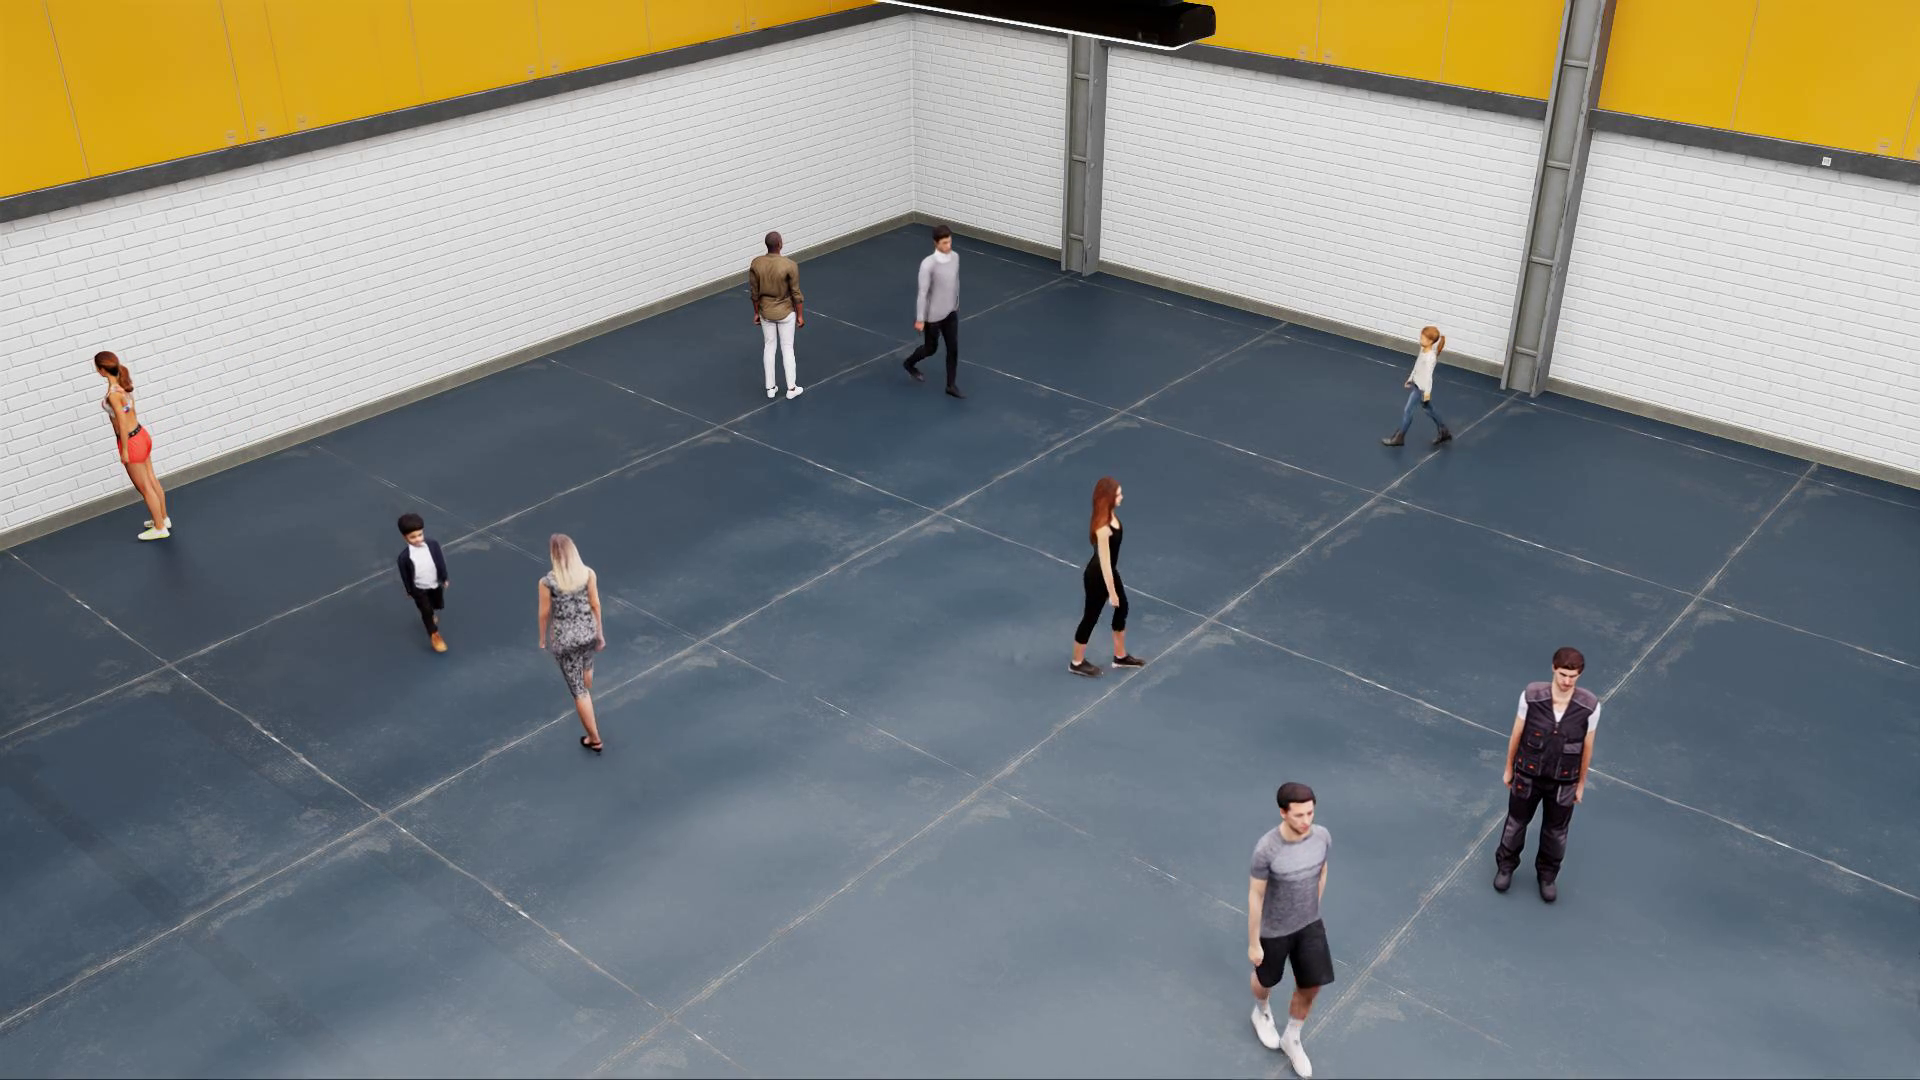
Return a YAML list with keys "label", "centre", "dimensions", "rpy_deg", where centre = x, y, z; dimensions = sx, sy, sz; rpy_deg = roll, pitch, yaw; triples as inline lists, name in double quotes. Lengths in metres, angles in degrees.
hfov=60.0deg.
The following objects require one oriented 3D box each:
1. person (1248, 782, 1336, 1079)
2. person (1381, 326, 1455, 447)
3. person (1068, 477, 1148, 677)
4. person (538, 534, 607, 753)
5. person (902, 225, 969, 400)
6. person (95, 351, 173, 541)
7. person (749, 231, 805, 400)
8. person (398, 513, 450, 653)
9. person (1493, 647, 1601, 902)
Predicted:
- label: "person"
  centre: [1.788, 2.089, 9.371]
  dimensions: [0.880, 1.851, 0.953]
  rpy_deg: [-7, 29, -13]
- label: "person"
  centre: [4.676, -1.504, 16.549]
  dimensions: [0.979, 1.286, 0.793]
  rpy_deg: [4, 29, 7]
- label: "person"
  centre: [1.005, 0.293, 12.812]
  dimensions: [0.936, 1.708, 0.801]
  rpy_deg: [6, 29, 12]
- label: "person"
  centre: [-2.738, 0.782, 11.956]
  dimensions: [0.825, 1.671, 1.082]
  rpy_deg: [-16, 32, -27]
- label: "person"
  centre: [-0.285, -2.435, 17.626]
  dimensions: [1.158, 1.887, 0.869]
  rpy_deg: [23, 36, 36]
- label: "person"
  centre: [-7.363, -0.849, 14.821]
  dimensions: [0.715, 1.789, 0.647]
  rpy_deg: [-4, 29, -7]
- label: "person"
  centre: [-1.936, -2.383, 17.596]
  dimensions: [0.698, 1.825, 0.863]
  rpy_deg: [6, 29, 11]
- label: "person"
  centre: [-4.307, 0.295, 13.329]
  dimensions: [0.613, 1.210, 0.795]
  rpy_deg: [-24, 37, -37]
- label: "person"
  centre: [3.718, 1.457, 10.535]
  dimensions: [0.642, 1.846, 0.781]
  rpy_deg: [9, 30, 16]
